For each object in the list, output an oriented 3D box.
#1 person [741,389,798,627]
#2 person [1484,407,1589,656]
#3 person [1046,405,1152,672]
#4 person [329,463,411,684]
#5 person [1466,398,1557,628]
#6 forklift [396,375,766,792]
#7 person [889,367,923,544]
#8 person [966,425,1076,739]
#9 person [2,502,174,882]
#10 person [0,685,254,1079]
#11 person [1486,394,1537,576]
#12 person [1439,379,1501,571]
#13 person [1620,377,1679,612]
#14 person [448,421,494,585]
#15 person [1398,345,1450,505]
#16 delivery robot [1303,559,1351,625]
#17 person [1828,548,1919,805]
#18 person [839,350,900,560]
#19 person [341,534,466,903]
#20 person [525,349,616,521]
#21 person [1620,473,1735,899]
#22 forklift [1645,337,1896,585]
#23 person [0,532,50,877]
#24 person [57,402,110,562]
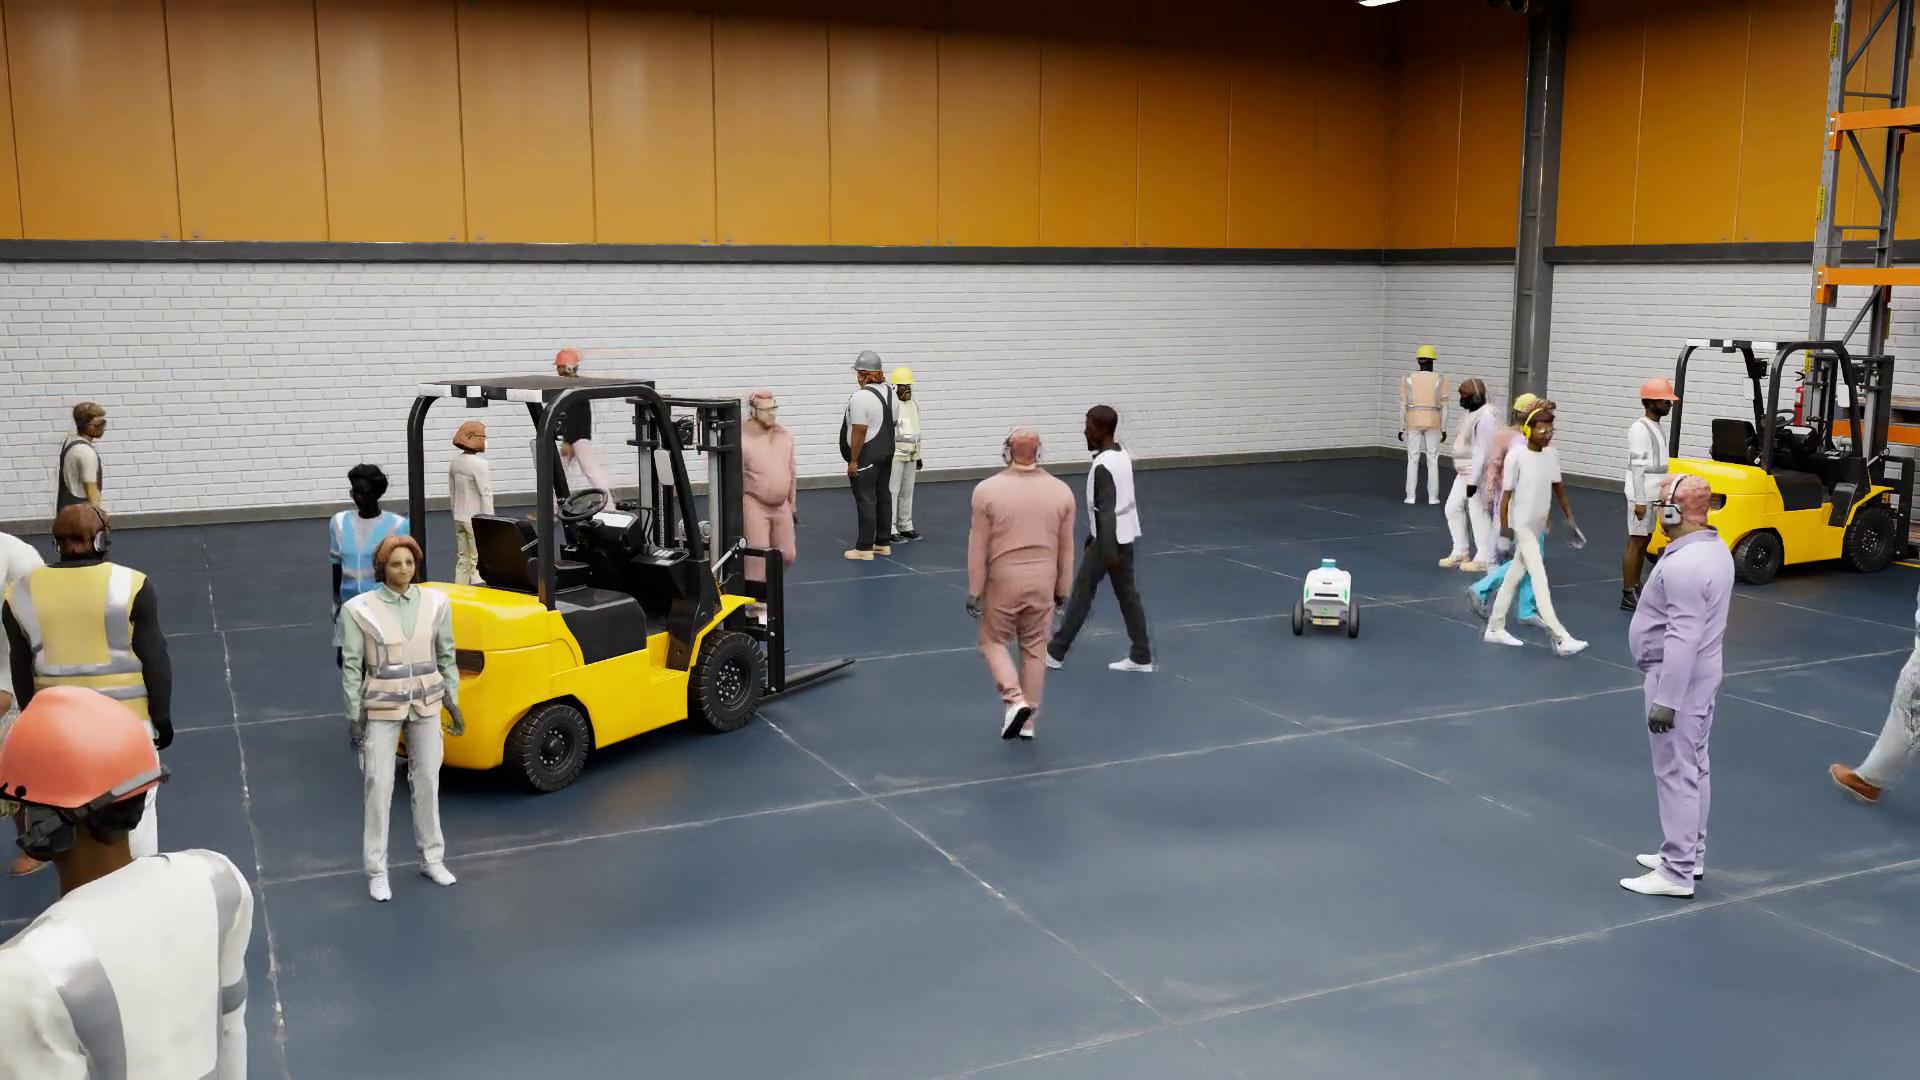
[{"bbox_3d":[-1.573,-0.250,13.113,0.664,1.888,0.497,-9,13,-43],"label":"person"},{"bbox_3d":[4.248,-0.055,12.149,0.539,1.808,0.988,-7,12,-37],"label":"person"},{"bbox_3d":[0.919,-0.004,11.629,0.958,1.878,0.594,3,10,20],"label":"person"},{"bbox_3d":[-3.454,0.377,9.819,0.551,1.685,0.393,1,9,9],"label":"person"},{"bbox_3d":[4.398,-0.210,13.088,0.582,1.823,0.569,7,11,37],"label":"person"},{"bbox_3d":[-2.268,0.149,9.685,1.214,2.155,2.313,6,11,32],"label":"forklift"},{"bbox_3d":[-0.604,-0.874,17.185,0.403,1.826,0.589,7,11,37],"label":"person"},{"bbox_3d":[0.361,0.273,9.836,0.669,1.893,0.489,-3,10,-17],"label":"person"},{"bbox_3d":[-3.652,0.752,7.057,0.621,1.838,0.429,-1,9,-7],"label":"person"},{"bbox_3d":[-1.594,1.274,3.159,0.372,2.048,0.605,2,9,14],"label":"person"},{"bbox_3d":[4.938,-0.424,14.674,0.561,1.729,0.718,0,9,0],"label":"person"},{"bbox_3d":[4.720,-0.589,15.439,0.614,1.813,0.648,0,9,3],"label":"person"},{"bbox_3d":[5.679,-0.372,13.705,0.361,1.939,0.542,7,11,35],"label":"person"},{"bbox_3d":[-3.831,-0.124,13.117,0.498,1.633,0.284,8,12,42],"label":"person"},{"bbox_3d":[5.554,-1.372,19.960,0.589,1.923,0.383,3,10,16],"label":"person"},{"bbox_3d":[2.864,0.393,12.951,0.477,0.478,0.707,2,10,14],"label":"delivery robot"},{"bbox_3d":[4.985,0.509,8.398,0.638,1.889,1.002,-4,10,-22],"label":"person"},{"bbox_3d":[-0.922,-0.833,16.254,0.537,2.000,0.682,5,11,29],"label":"person"},{"bbox_3d":[-2.499,0.785,7.480,0.528,1.635,0.331,-7,12,-38],"label":"person"},{"bbox_3d":[-4.322,-1.153,18.554,1.020,1.941,0.638,-3,10,-18],"label":"person"},{"bbox_3d":[3.214,0.648,7.489,0.402,1.904,0.652,6,11,34],"label":"person"},{"bbox_3d":[7.551,-0.789,15.507,2.313,2.155,1.214,-4,10,-25],"label":"forklift"},{"bbox_3d":[-4.397,0.642,7.541,0.648,1.908,0.654,0,9,2],"label":"person"},{"bbox_3d":[-6.755,-0.157,12.792,0.473,1.803,0.527,-6,11,-35],"label":"person"}]
